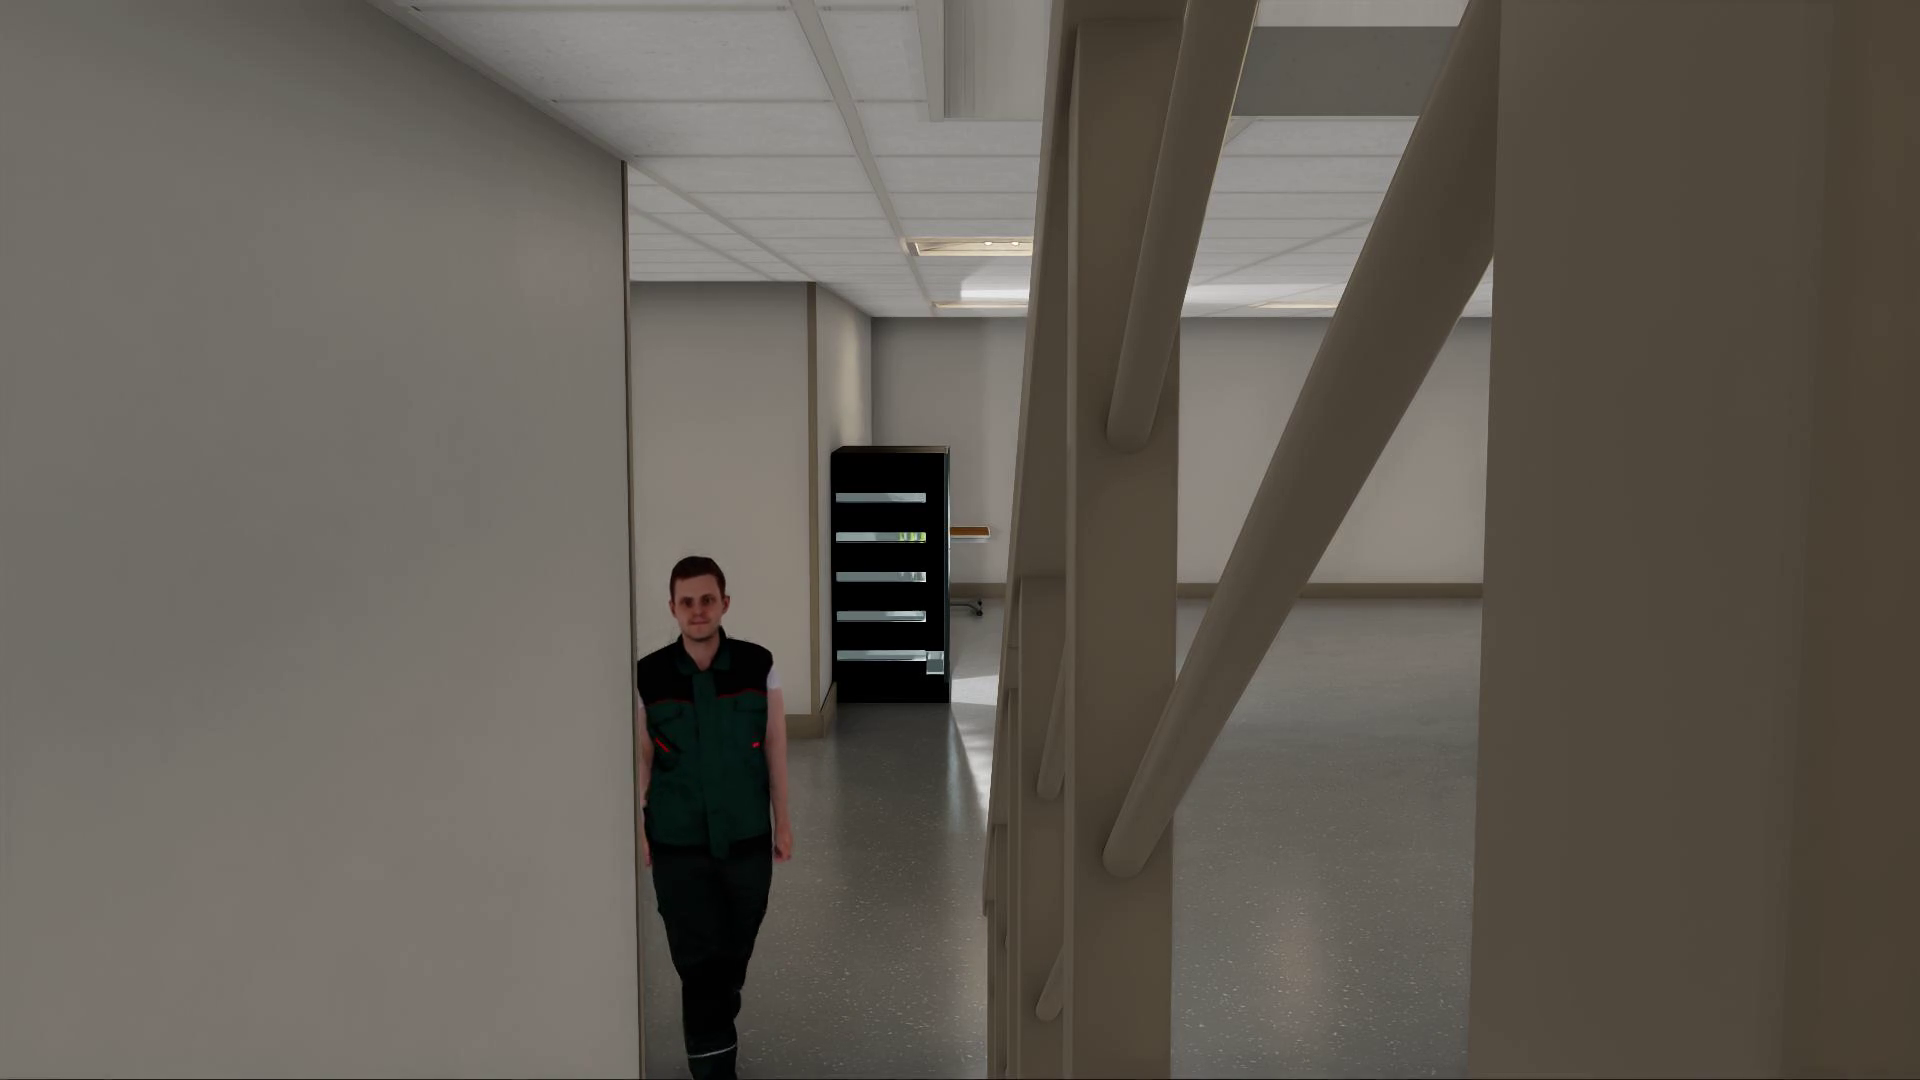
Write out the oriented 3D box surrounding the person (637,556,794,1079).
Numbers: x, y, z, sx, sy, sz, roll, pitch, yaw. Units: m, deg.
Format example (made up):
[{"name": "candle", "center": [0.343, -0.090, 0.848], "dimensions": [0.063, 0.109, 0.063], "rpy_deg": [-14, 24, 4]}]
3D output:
[{"name": "person", "center": [-0.811, 0.962, 5.419], "dimensions": [0.884, 1.807, 1.225], "rpy_deg": [-2, 6, -17]}]
